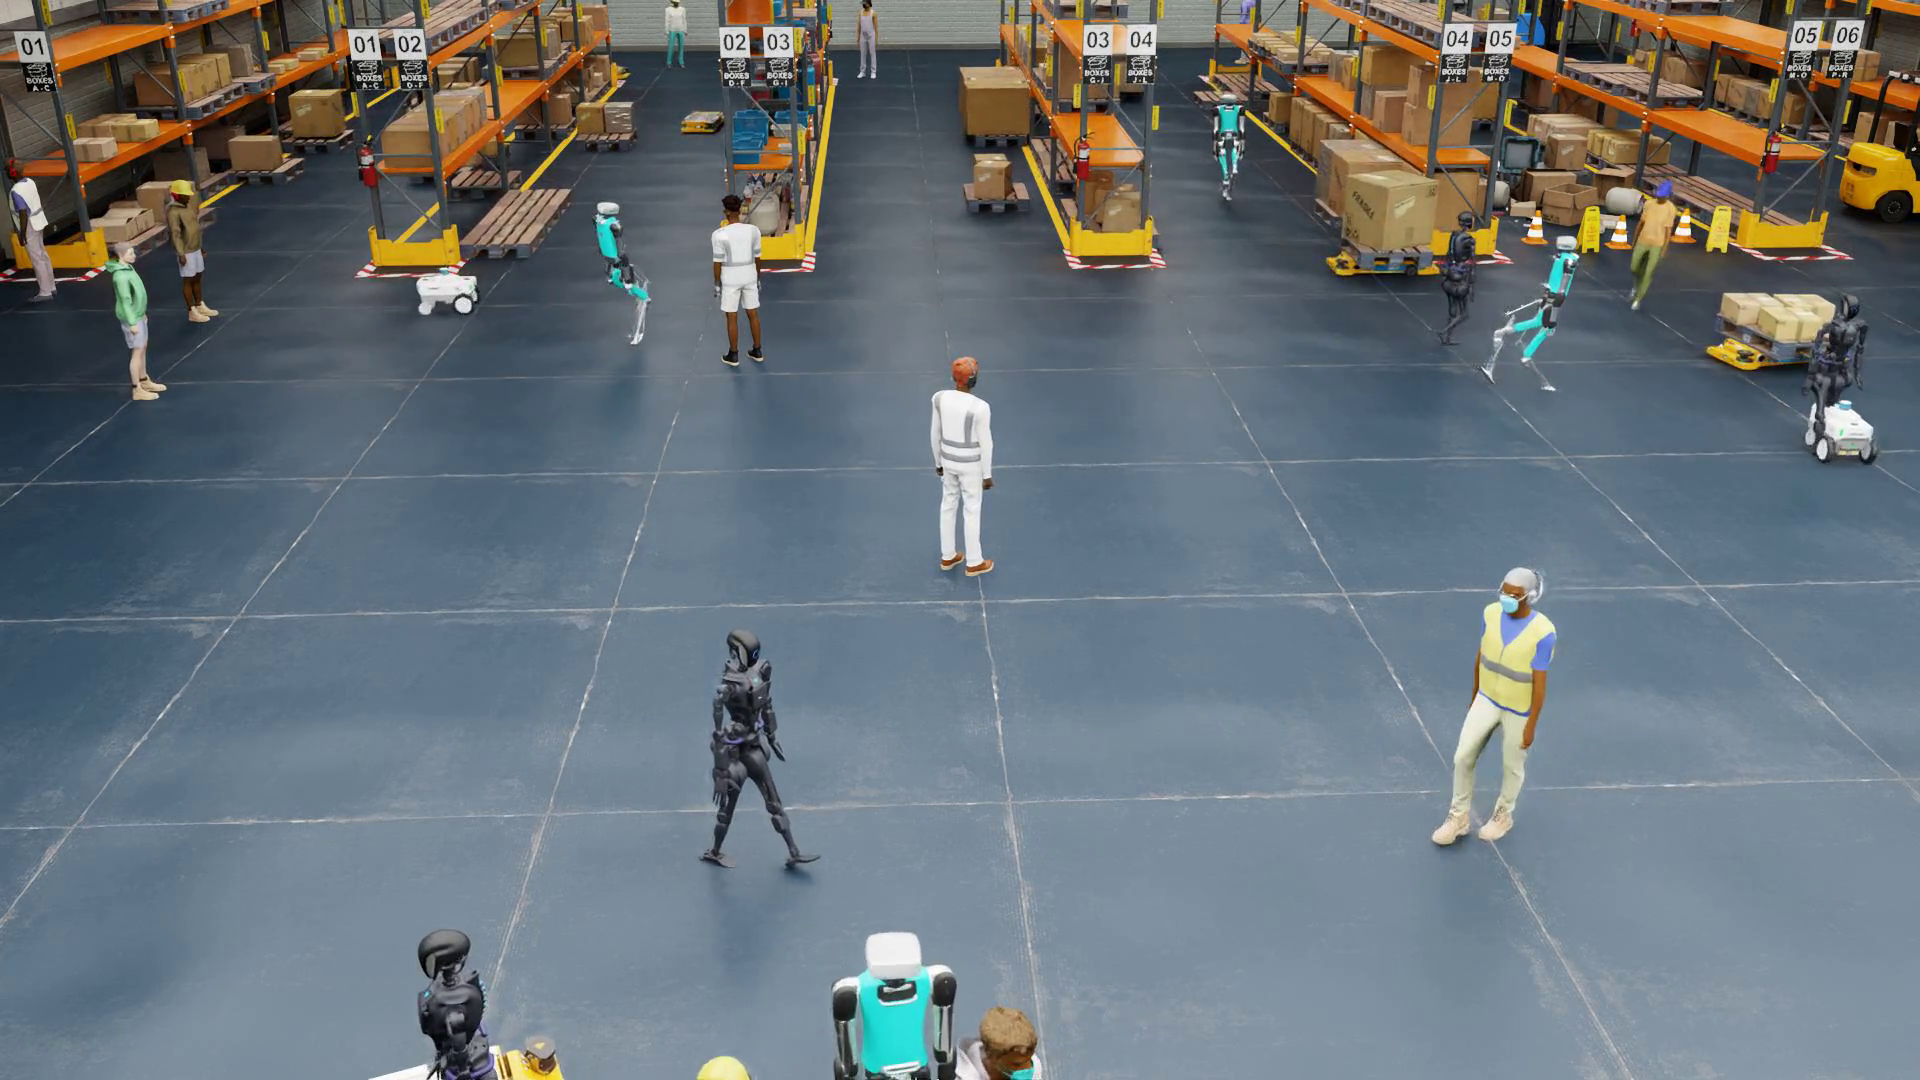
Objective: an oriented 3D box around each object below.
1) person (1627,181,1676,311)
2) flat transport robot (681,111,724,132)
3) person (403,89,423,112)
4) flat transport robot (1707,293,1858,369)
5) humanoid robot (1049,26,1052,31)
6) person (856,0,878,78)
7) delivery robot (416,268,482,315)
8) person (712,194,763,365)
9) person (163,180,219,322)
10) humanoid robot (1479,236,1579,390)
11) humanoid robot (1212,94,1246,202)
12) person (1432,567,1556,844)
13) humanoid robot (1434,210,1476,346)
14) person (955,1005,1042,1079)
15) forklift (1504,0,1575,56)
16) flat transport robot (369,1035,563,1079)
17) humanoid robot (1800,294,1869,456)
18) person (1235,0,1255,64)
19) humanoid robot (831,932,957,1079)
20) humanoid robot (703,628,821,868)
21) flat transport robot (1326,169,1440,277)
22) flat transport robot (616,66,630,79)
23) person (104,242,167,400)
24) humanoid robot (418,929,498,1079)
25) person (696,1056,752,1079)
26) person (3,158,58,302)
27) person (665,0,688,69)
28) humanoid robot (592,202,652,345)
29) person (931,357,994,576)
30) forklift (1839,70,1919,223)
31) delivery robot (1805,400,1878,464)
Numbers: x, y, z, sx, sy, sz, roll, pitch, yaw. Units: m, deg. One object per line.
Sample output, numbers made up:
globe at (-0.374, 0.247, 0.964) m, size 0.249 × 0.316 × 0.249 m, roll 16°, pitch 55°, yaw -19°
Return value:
person at (8.773, -3.738, 21.130) m, size 0.480 × 1.689 × 0.502 m, roll 18°, pitch 30°, yaw 35°
flat transport robot at (-5.132, -8.348, 33.229) m, size 0.659 × 0.231 × 1.431 m, roll 1°, pitch 24°, yaw 1°
person at (-11.251, -9.518, 34.133) m, size 0.530 × 1.663 × 0.785 m, roll -2°, pitch 24°, yaw -6°
flat transport robot at (9.581, -2.213, 19.445) m, size 1.431 × 0.231 × 0.659 m, roll -5°, pitch 25°, yaw -12°
humanoid robot at (2.315, -12.829, 41.505) m, size 0.539 × 1.762 × 0.962 m, roll -16°, pitch 29°, yaw -32°
person at (-2.179, -11.774, 38.972) m, size 0.517 × 1.859 × 0.386 m, roll 7°, pitch 25°, yaw 14°
delivery robot at (-6.535, -3.178, 21.263) m, size 0.791 × 0.595 × 0.499 m, roll -2°, pitch 24°, yaw -4°
person at (-2.554, -2.991, 19.126) m, size 0.601 × 1.957 × 0.383 m, roll -14°, pitch 28°, yaw -28°
person at (-9.643, -3.617, 20.768) m, size 0.413 × 1.756 × 0.542 m, roll 1°, pitch 24°, yaw 2°
humanoid robot at (6.167, -2.468, 18.275) m, size 1.016 × 1.769 × 0.551 m, roll 3°, pitch 24°, yaw 7°
humanoid robot at (4.301, -6.212, 26.683) m, size 0.556 × 1.752 × 1.043 m, roll 3°, pitch 24°, yaw 6°
person at (3.274, 1.064, 10.125) m, size 0.524 × 1.871 × 0.736 m, roll 22°, pitch 32°, yaw 40°
humanoid robot at (5.833, -3.084, 19.682) m, size 0.472 × 1.644 × 0.588 m, roll -8°, pitch 25°, yaw -17°
person at (0.121, 2.607, 6.629) m, size 0.519 × 1.896 × 0.391 m, roll -19°, pitch 30°, yaw -37°
forklift at (14.700, -13.805, 42.301) m, size 1.873 × 2.768 × 1.129 m, roll -1°, pitch 24°, yaw -2°
flat transport robot at (-2.628, 2.856, 8.055) m, size 1.431 × 0.231 × 0.659 m, roll -10°, pitch 26°, yaw -21°
humanoid robot at (8.676, -1.643, 16.479) m, size 0.612 × 1.633 × 0.715 m, roll -4°, pitch 24°, yaw -8°
person at (7.105, -12.740, 41.219) m, size 0.395 × 1.799 × 0.584 m, roll 16°, pitch 29°, yaw 32°
humanoid robot at (-0.211, 2.578, 6.929) m, size 0.535 × 1.811 × 0.844 m, roll -6°, pitch 25°, yaw -12°
humanoid robot at (-1.250, 1.279, 9.910) m, size 0.758 × 1.623 × 0.608 m, roll 13°, pitch 27°, yaw 26°
flat transport robot at (5.879, -3.854, 23.132) m, size 1.431 × 0.231 × 0.659 m, roll -1°, pitch 24°, yaw -2°
flat transport robot at (-8.525, -10.977, 39.138) m, size 1.431 × 0.231 × 0.659 m, roll -1°, pitch 24°, yaw -3°
person at (-8.956, -2.379, 18.026) m, size 0.316 × 1.732 × 0.476 m, roll -6°, pitch 25°, yaw -12°
humanoid robot at (-2.194, 2.390, 7.400) m, size 0.472 × 1.641 × 0.583 m, roll -11°, pitch 26°, yaw -23°
person at (-0.879, 2.738, 6.532) m, size 0.543 × 1.713 × 0.897 m, roll 4°, pitch 24°, yaw 9°
person at (-12.050, -4.020, 21.569) m, size 0.390 × 1.843 × 0.565 m, roll -5°, pitch 24°, yaw -11°
person at (-6.906, -12.362, 40.430) m, size 0.611 × 1.749 × 0.371 m, roll -14°, pitch 27°, yaw -28°
humanoid robot at (-3.921, -3.176, 19.816) m, size 0.807 × 1.786 × 0.587 m, roll -20°, pitch 31°, yaw -37°
person at (0.026, -0.612, 13.865) m, size 0.574 × 1.881 × 0.355 m, roll 17°, pitch 29°, yaw 33°
forklift at (15.132, -6.143, 25.915) m, size 2.313 × 2.155 × 1.214 m, roll -1°, pitch 24°, yaw -2°
delivery robot at (8.767, -1.082, 16.555) m, size 0.499 × 0.596 × 0.775 m, roll 1°, pitch 24°, yaw 2°
